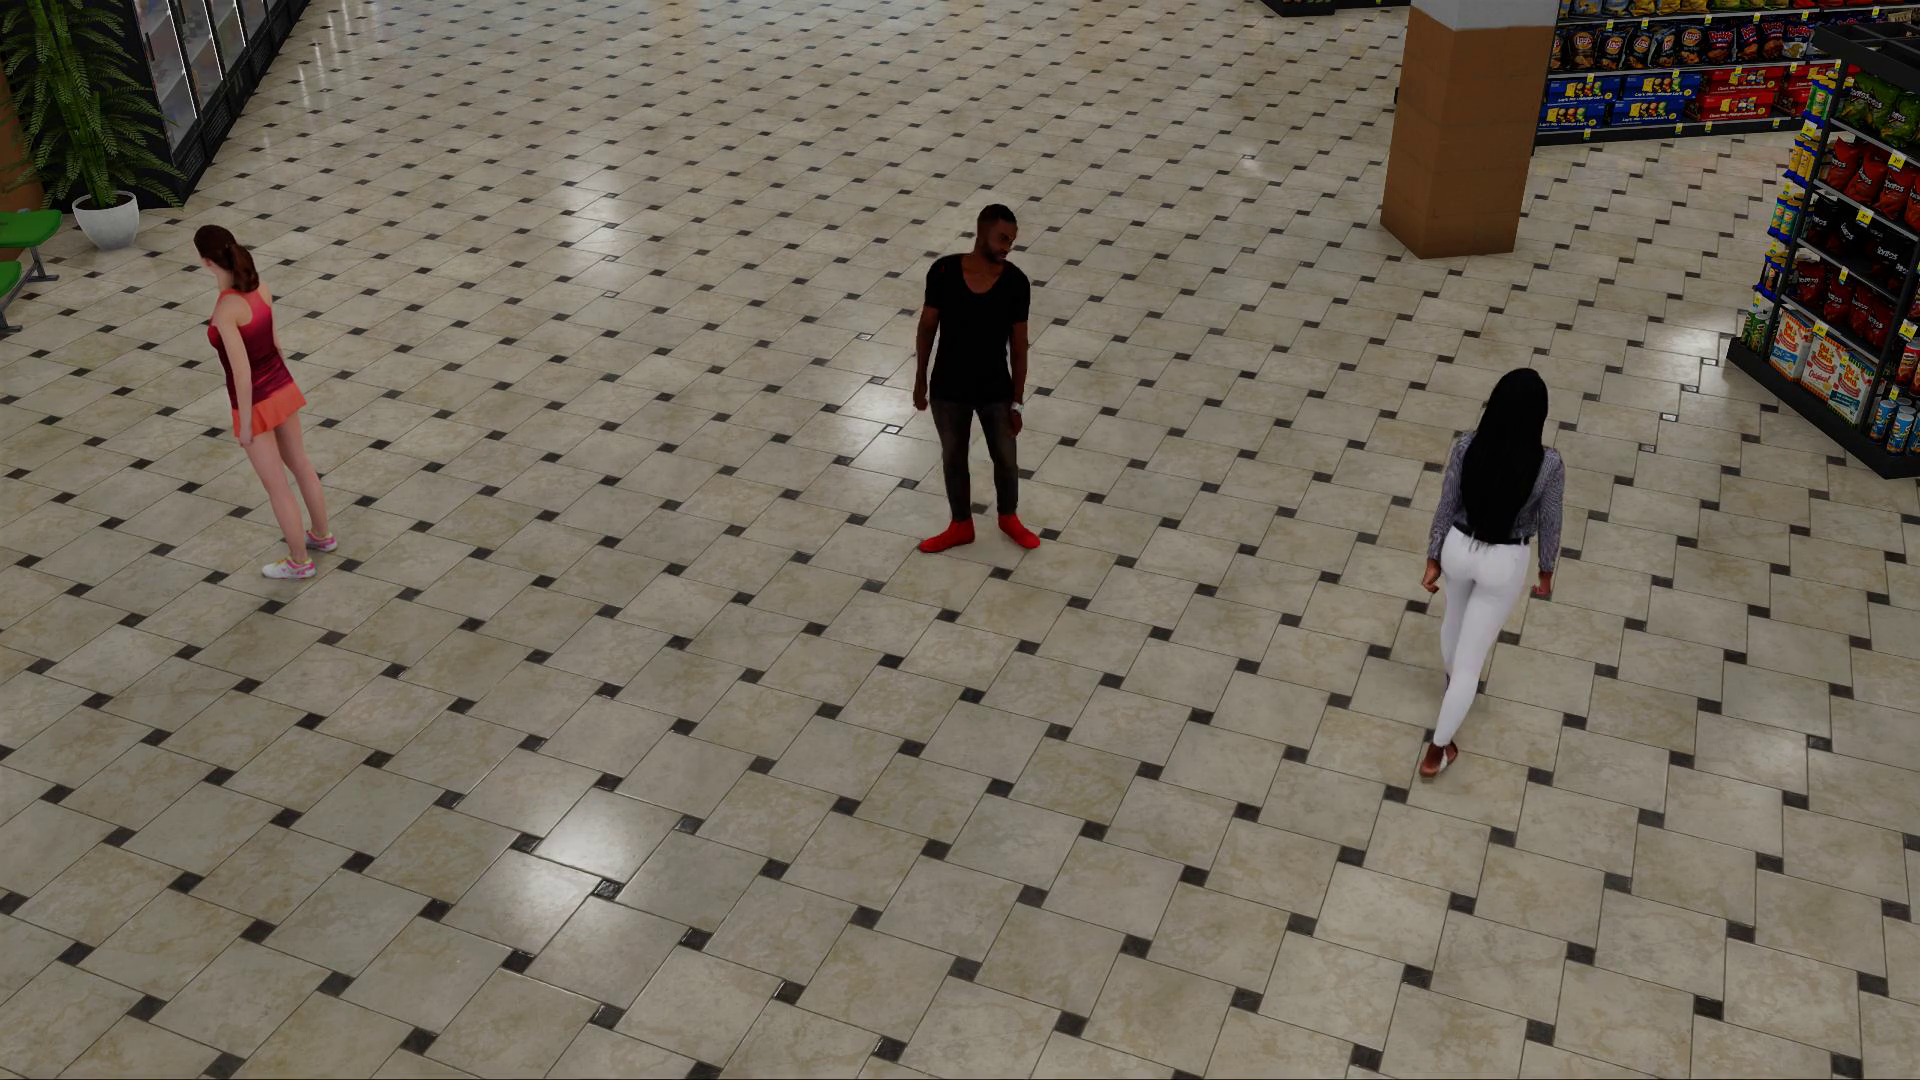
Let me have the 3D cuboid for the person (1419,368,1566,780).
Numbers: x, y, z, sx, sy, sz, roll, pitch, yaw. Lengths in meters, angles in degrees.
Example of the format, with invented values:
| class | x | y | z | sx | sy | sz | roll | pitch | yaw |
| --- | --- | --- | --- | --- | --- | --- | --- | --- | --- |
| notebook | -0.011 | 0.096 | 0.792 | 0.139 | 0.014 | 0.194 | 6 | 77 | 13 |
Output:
| class | x | y | z | sx | sy | sz | roll | pitch | yaw |
| --- | --- | --- | --- | --- | --- | --- | --- | --- | --- |
| person | 1.992 | 0.177 | 6.461 | 1.030 | 1.685 | 1.109 | 22 | 38 | 31 |

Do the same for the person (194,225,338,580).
| class | x | y | z | sx | sy | sz | roll | pitch | yaw |
| --- | --- | --- | --- | --- | --- | --- | --- | --- | --- |
| person | -3.223 | -0.634 | 7.704 | 0.643 | 1.749 | 0.642 | 6 | 32 | 9 |

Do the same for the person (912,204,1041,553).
| class | x | y | z | sx | sy | sz | roll | pitch | yaw |
| --- | --- | --- | --- | --- | --- | --- | --- | --- | --- |
| person | 0.031 | -0.737 | 7.834 | 0.705 | 1.786 | 0.917 | 16 | 35 | 24 |
